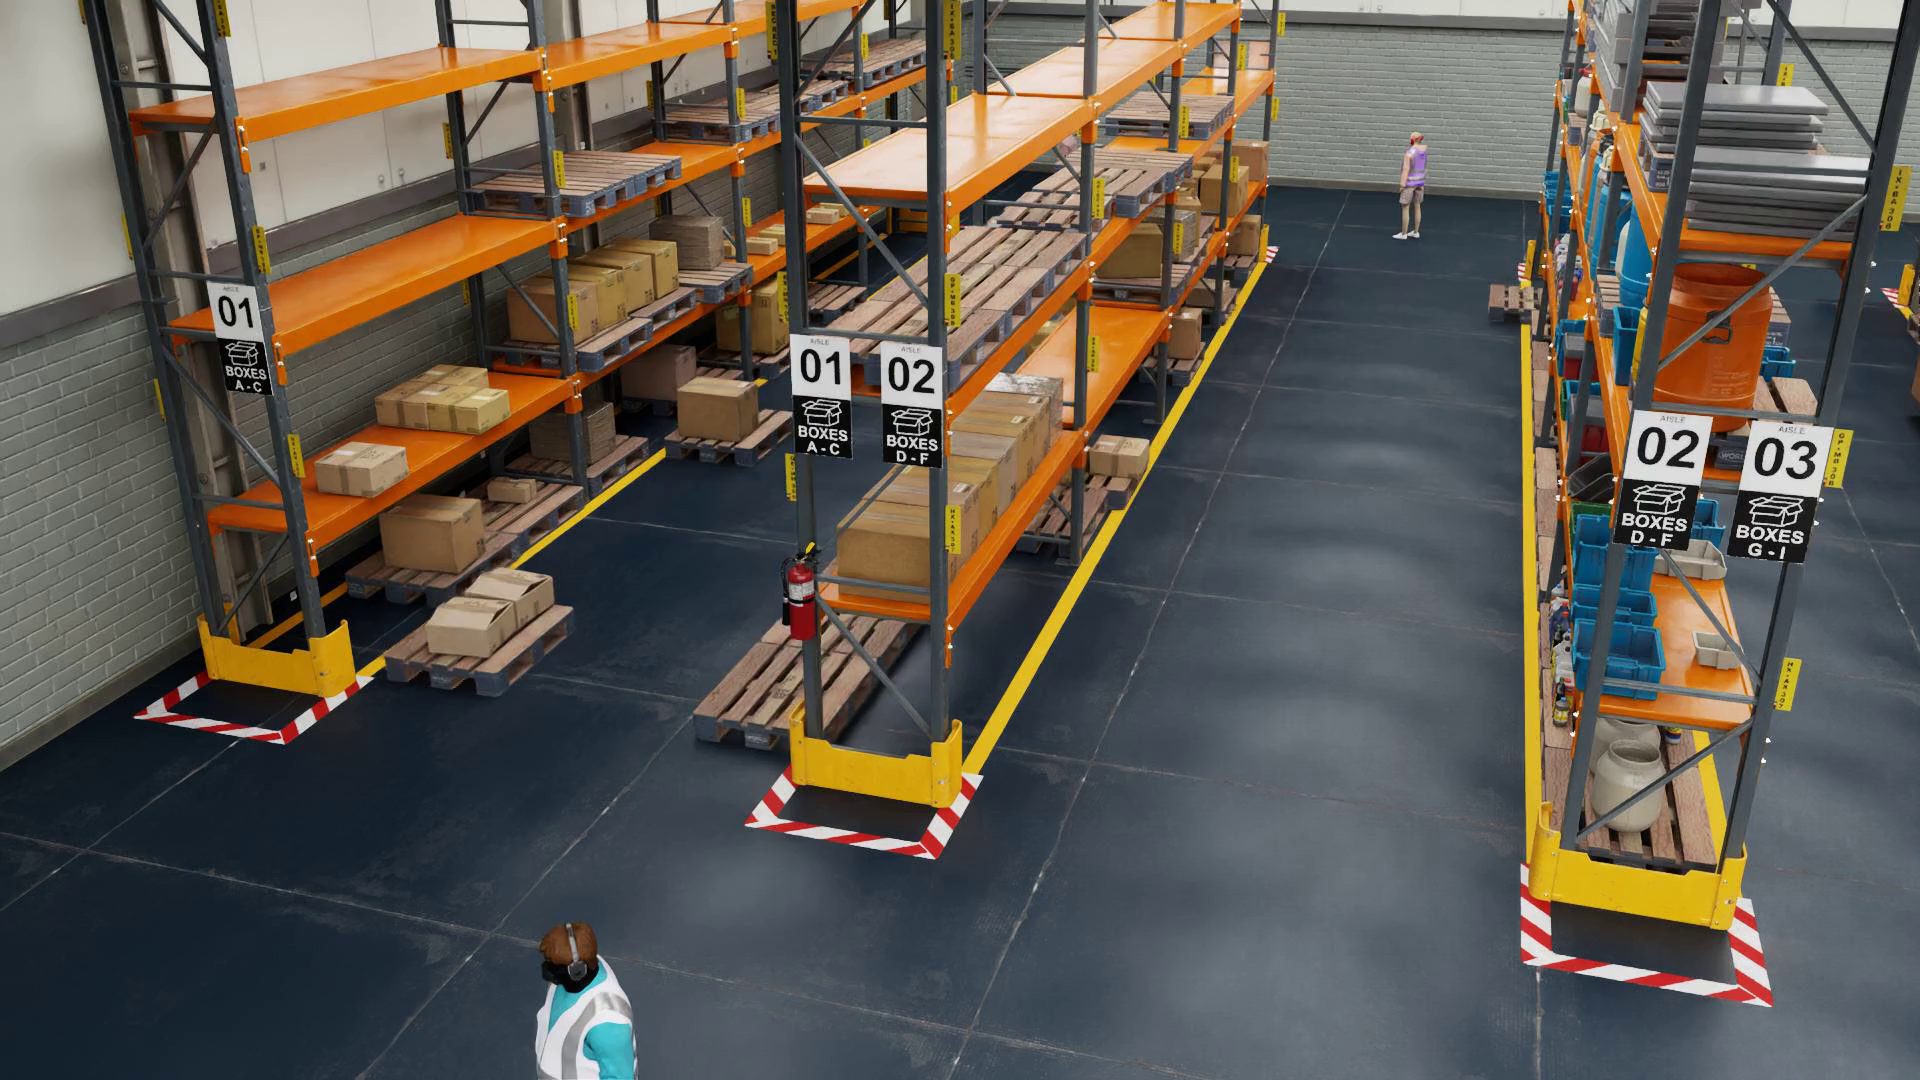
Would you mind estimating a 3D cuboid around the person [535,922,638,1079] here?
[{"bbox_3d":[-1.653,2.484,7.428,0.429,1.841,0.632,-13,26,-27],"label":"person"}]

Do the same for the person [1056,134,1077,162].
[{"bbox_3d":[1.720,-5.925,26.980,0.331,1.801,0.518,9,25,19],"label":"person"}]

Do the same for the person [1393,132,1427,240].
[{"bbox_3d":[7.178,-5.617,26.407,0.492,1.688,0.348,-14,27,-29],"label":"person"}]
